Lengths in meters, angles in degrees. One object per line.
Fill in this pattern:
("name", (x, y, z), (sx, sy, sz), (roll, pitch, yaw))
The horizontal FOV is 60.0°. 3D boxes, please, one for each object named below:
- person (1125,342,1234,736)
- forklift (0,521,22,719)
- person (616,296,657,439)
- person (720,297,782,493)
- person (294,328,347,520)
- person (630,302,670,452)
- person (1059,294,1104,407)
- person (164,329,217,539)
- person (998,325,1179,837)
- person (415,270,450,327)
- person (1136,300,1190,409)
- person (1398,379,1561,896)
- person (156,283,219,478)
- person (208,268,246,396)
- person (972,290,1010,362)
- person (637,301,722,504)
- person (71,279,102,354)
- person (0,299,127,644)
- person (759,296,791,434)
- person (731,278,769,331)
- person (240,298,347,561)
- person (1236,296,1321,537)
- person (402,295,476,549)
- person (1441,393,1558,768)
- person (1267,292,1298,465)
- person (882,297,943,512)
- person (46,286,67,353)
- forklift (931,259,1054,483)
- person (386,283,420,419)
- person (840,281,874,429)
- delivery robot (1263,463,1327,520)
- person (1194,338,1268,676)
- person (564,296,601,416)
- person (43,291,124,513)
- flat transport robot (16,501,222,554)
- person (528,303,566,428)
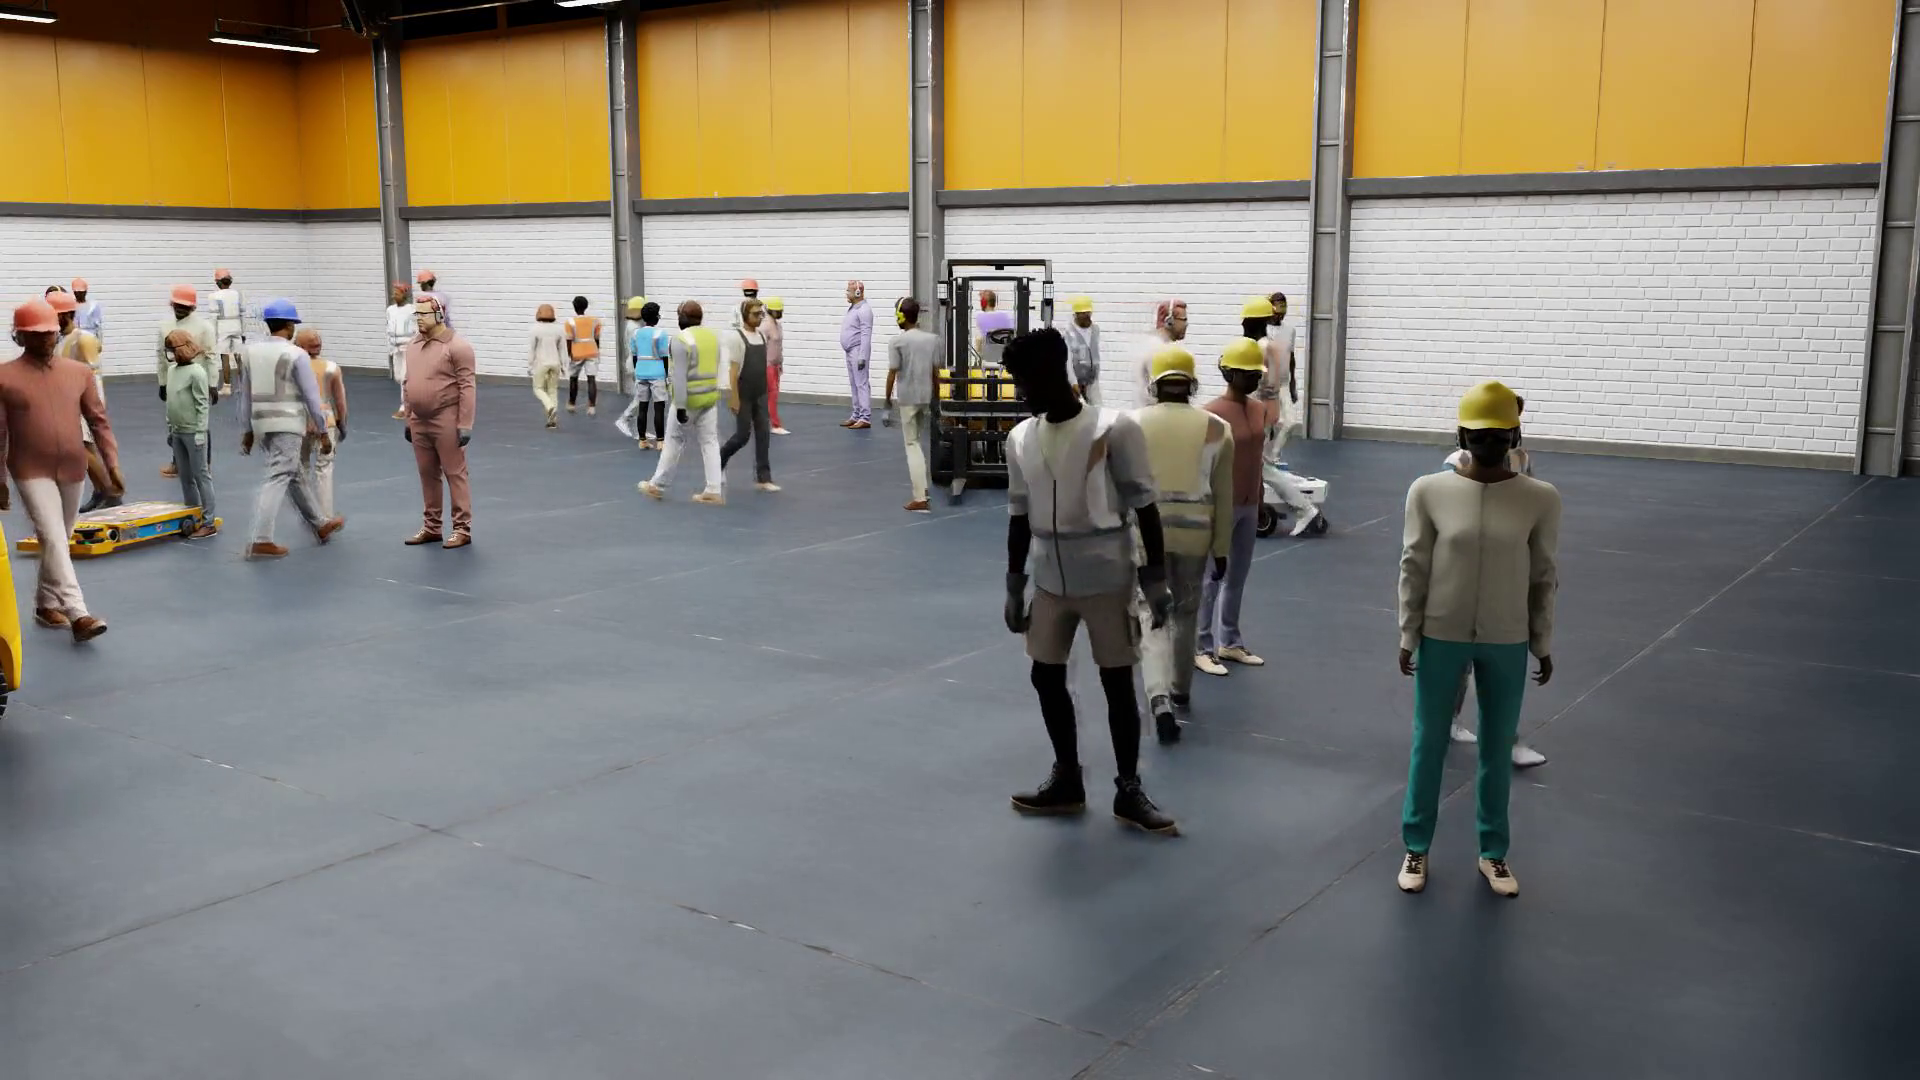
("person", (0.963, -0.008, 7.684), (0.595, 1.800, 0.871), (0, 10, 1))
("forklift", (-5.296, -0.090, 6.943), (1.214, 2.155, 2.313), (7, 12, 35))
("person", (-3.899, -2.068, 20.064), (0.392, 1.728, 0.510), (-1, 10, -7))
("person", (-2.003, -1.352, 15.560), (0.704, 1.827, 0.525), (7, 12, 36))
("person", (-5.286, -0.916, 13.591), (0.532, 1.605, 0.792), (-3, 10, -18))
("person", (-3.492, -1.845, 18.875), (0.536, 1.696, 0.318), (5, 11, 28))
("person", (1.333, -1.707, 17.741), (0.601, 1.799, 0.724), (-6, 11, -32))
("person", (-6.039, -0.826, 13.000), (0.497, 1.632, 0.289), (7, 12, 35))
("person", (0.503, 0.161, 6.279), (0.763, 1.929, 0.373), (6, 11, 34))
("person", (-8.345, -3.204, 26.031), (0.854, 2.006, 0.634), (5, 11, 27))
("person", (1.567, -0.796, 12.114), (0.838, 1.877, 0.669), (2, 10, 14))
("person", (1.754, 0.339, 5.660), (0.523, 1.769, 0.319), (1, 10, 9))
("person", (-7.601, -1.547, 16.368), (0.670, 1.955, 0.525), (1, 10, 8))
("person", (-11.780, -3.341, 26.748), (0.371, 2.045, 0.609), (7, 12, 37))
("person", (0.367, -2.177, 20.552), (0.596, 1.792, 0.962), (-6, 11, -32))
("person", (-2.493, -1.228, 14.898), (0.904, 1.799, 0.635), (6, 11, 30))
("person", (-13.644, -3.115, 25.883), (0.558, 1.896, 0.991), (-2, 10, -13))
("person", (-5.166, -0.396, 9.512), (1.023, 1.938, 0.625), (7, 12, 36))
("person", (-2.451, -2.186, 20.788), (0.672, 1.738, 0.537), (4, 10, 21))
("person", (-2.847, -2.622, 22.822), (0.554, 1.929, 0.378), (2, 10, 9))
("person", (-4.928, -0.833, 12.289), (0.652, 1.875, 1.040), (5, 11, 26))
("person", (2.398, -0.965, 13.051), (0.892, 1.894, 0.594), (3, 10, 17))
("person", (-3.962, -0.891, 12.568), (0.651, 1.907, 0.409), (5, 11, 26))
("person", (2.336, 0.160, 7.203), (0.529, 1.607, 0.799), (-7, 12, -37))
("person", (3.107, -1.501, 16.345), (0.560, 1.854, 0.399), (-3, 10, -18))
("person", (-0.422, -1.162, 14.340), (0.544, 1.846, 0.489), (-8, 12, -39))
("person", (-10.772, -2.105, 19.931), (0.517, 1.865, 0.327), (3, 10, 15))
("forklift", (0.370, -1.738, 16.759), (1.214, 2.155, 2.313), (1, 10, 3))
("person", (-7.622, -2.618, 22.978), (0.590, 1.866, 0.726), (5, 11, 25))
("person", (-1.346, -2.392, 21.508), (0.409, 1.908, 0.639), (-3, 10, -20))
("delivery robot", (2.540, -0.369, 13.200), (0.707, 0.478, 0.477), (-2, 10, -9))
("person", (1.452, -0.177, 8.743), (0.533, 1.765, 0.330), (-9, 13, -43))
("person", (-5.311, -2.580, 23.353), (0.542, 1.661, 0.847), (-5, 11, -26))
("person", (-7.475, -1.140, 14.086), (0.562, 1.909, 0.498), (6, 11, 34))
("flat transport robot", (-6.420, -0.108, 12.767), (0.652, 0.197, 1.431), (2, 10, 13))
("person", (-5.286, -2.233, 21.393), (0.510, 1.623, 0.461), (-7, 12, -36))
